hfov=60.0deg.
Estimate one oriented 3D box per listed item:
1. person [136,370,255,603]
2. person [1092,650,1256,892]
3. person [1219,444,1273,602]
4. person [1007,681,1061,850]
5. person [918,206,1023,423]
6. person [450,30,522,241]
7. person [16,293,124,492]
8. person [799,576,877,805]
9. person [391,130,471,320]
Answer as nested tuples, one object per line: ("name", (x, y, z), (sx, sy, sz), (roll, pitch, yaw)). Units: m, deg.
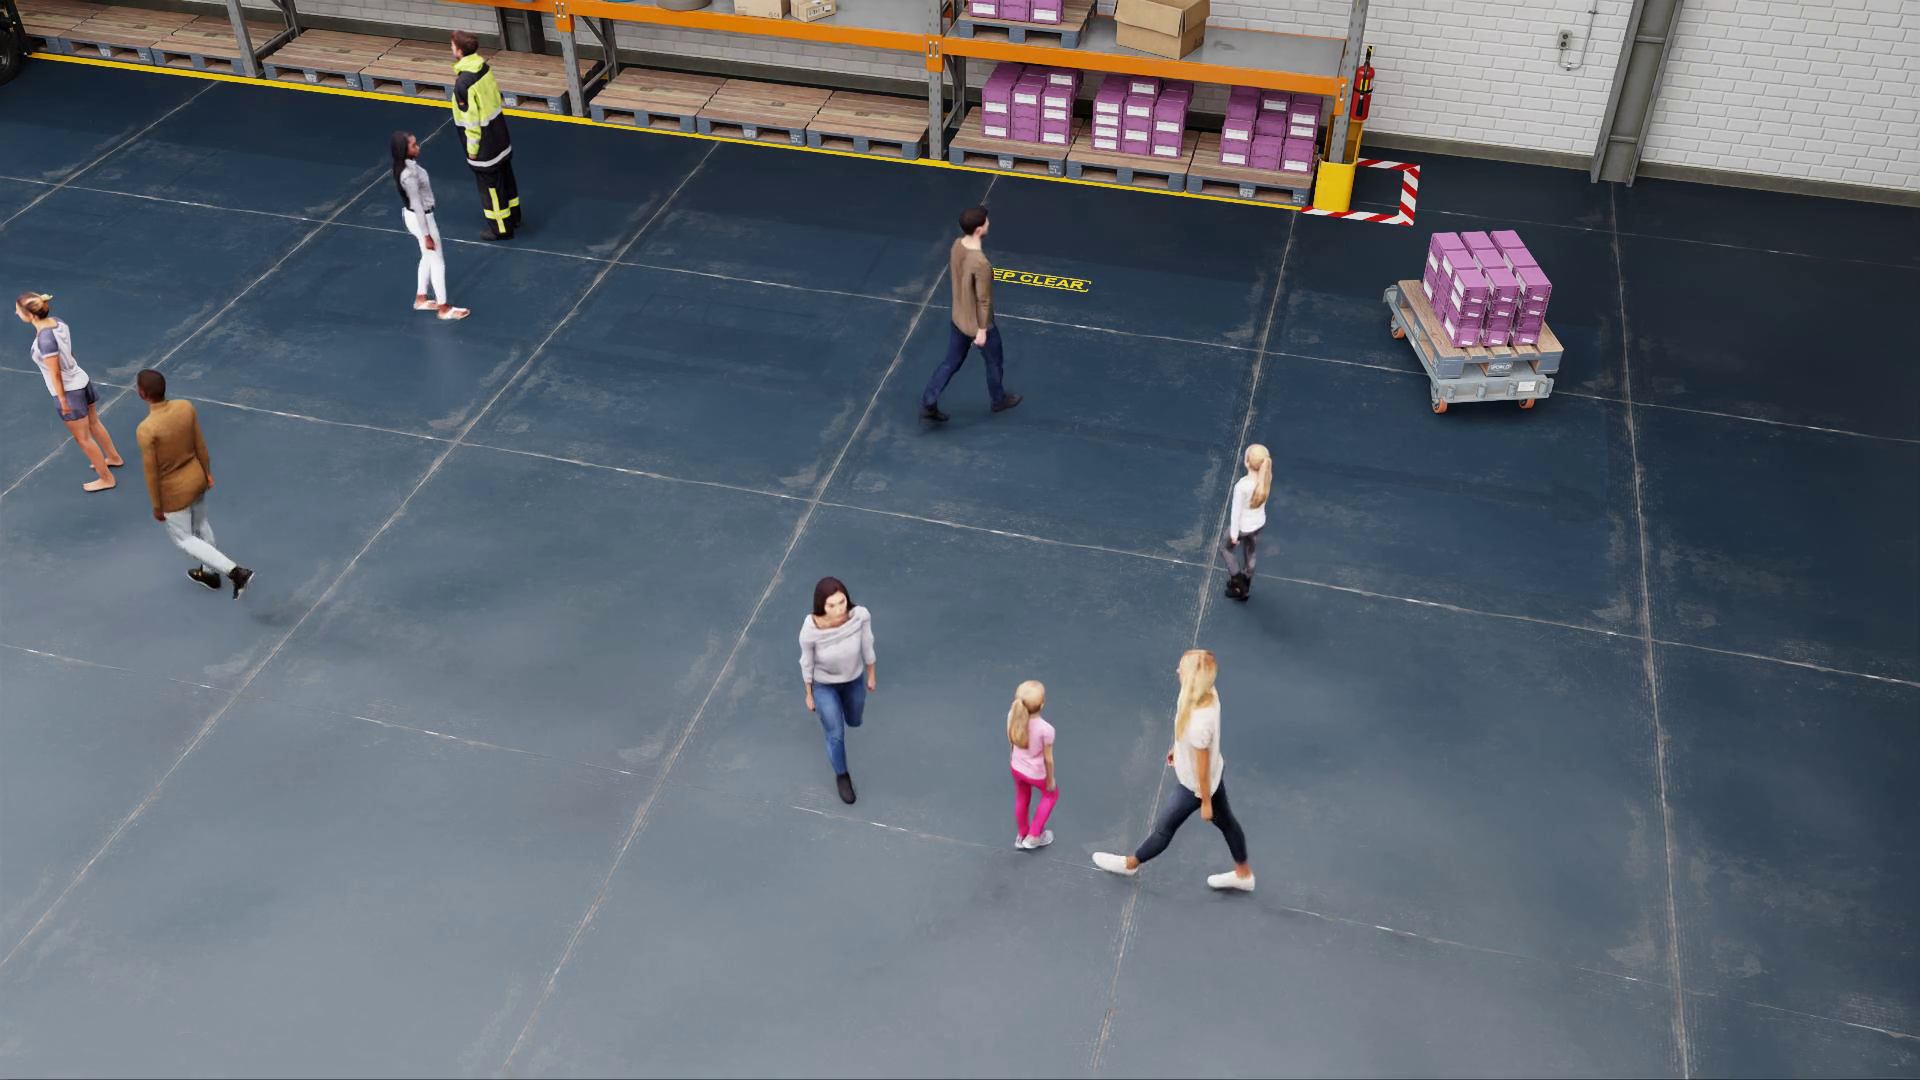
("person", (-5.165, -0.329, 11.165), (0.971, 1.805, 0.717), (14, 41, 17))
("person", (1.400, 1.337, 9.113), (1.158, 1.762, 0.624), (7, 39, 9))
("person", (1.990, -0.081, 11.282), (0.602, 1.270, 0.662), (-21, 43, -24))
("person", (0.379, 1.327, 9.522), (0.555, 1.268, 0.648), (27, 46, 30))
("person", (0.021, -1.681, 12.819), (1.202, 1.854, 1.160), (-21, 43, -24))
("person", (-4.364, -3.714, 15.261), (0.664, 1.982, 0.786), (5, 39, 7))
("person", (-6.574, -1.118, 12.301), (0.652, 1.620, 0.639), (-7, 39, -9))
("person", (-0.754, 0.814, 9.890), (0.958, 1.610, 0.982), (-15, 41, -18))
("person", (-4.603, -2.686, 14.179), (0.838, 1.725, 0.776), (-13, 40, -15))
